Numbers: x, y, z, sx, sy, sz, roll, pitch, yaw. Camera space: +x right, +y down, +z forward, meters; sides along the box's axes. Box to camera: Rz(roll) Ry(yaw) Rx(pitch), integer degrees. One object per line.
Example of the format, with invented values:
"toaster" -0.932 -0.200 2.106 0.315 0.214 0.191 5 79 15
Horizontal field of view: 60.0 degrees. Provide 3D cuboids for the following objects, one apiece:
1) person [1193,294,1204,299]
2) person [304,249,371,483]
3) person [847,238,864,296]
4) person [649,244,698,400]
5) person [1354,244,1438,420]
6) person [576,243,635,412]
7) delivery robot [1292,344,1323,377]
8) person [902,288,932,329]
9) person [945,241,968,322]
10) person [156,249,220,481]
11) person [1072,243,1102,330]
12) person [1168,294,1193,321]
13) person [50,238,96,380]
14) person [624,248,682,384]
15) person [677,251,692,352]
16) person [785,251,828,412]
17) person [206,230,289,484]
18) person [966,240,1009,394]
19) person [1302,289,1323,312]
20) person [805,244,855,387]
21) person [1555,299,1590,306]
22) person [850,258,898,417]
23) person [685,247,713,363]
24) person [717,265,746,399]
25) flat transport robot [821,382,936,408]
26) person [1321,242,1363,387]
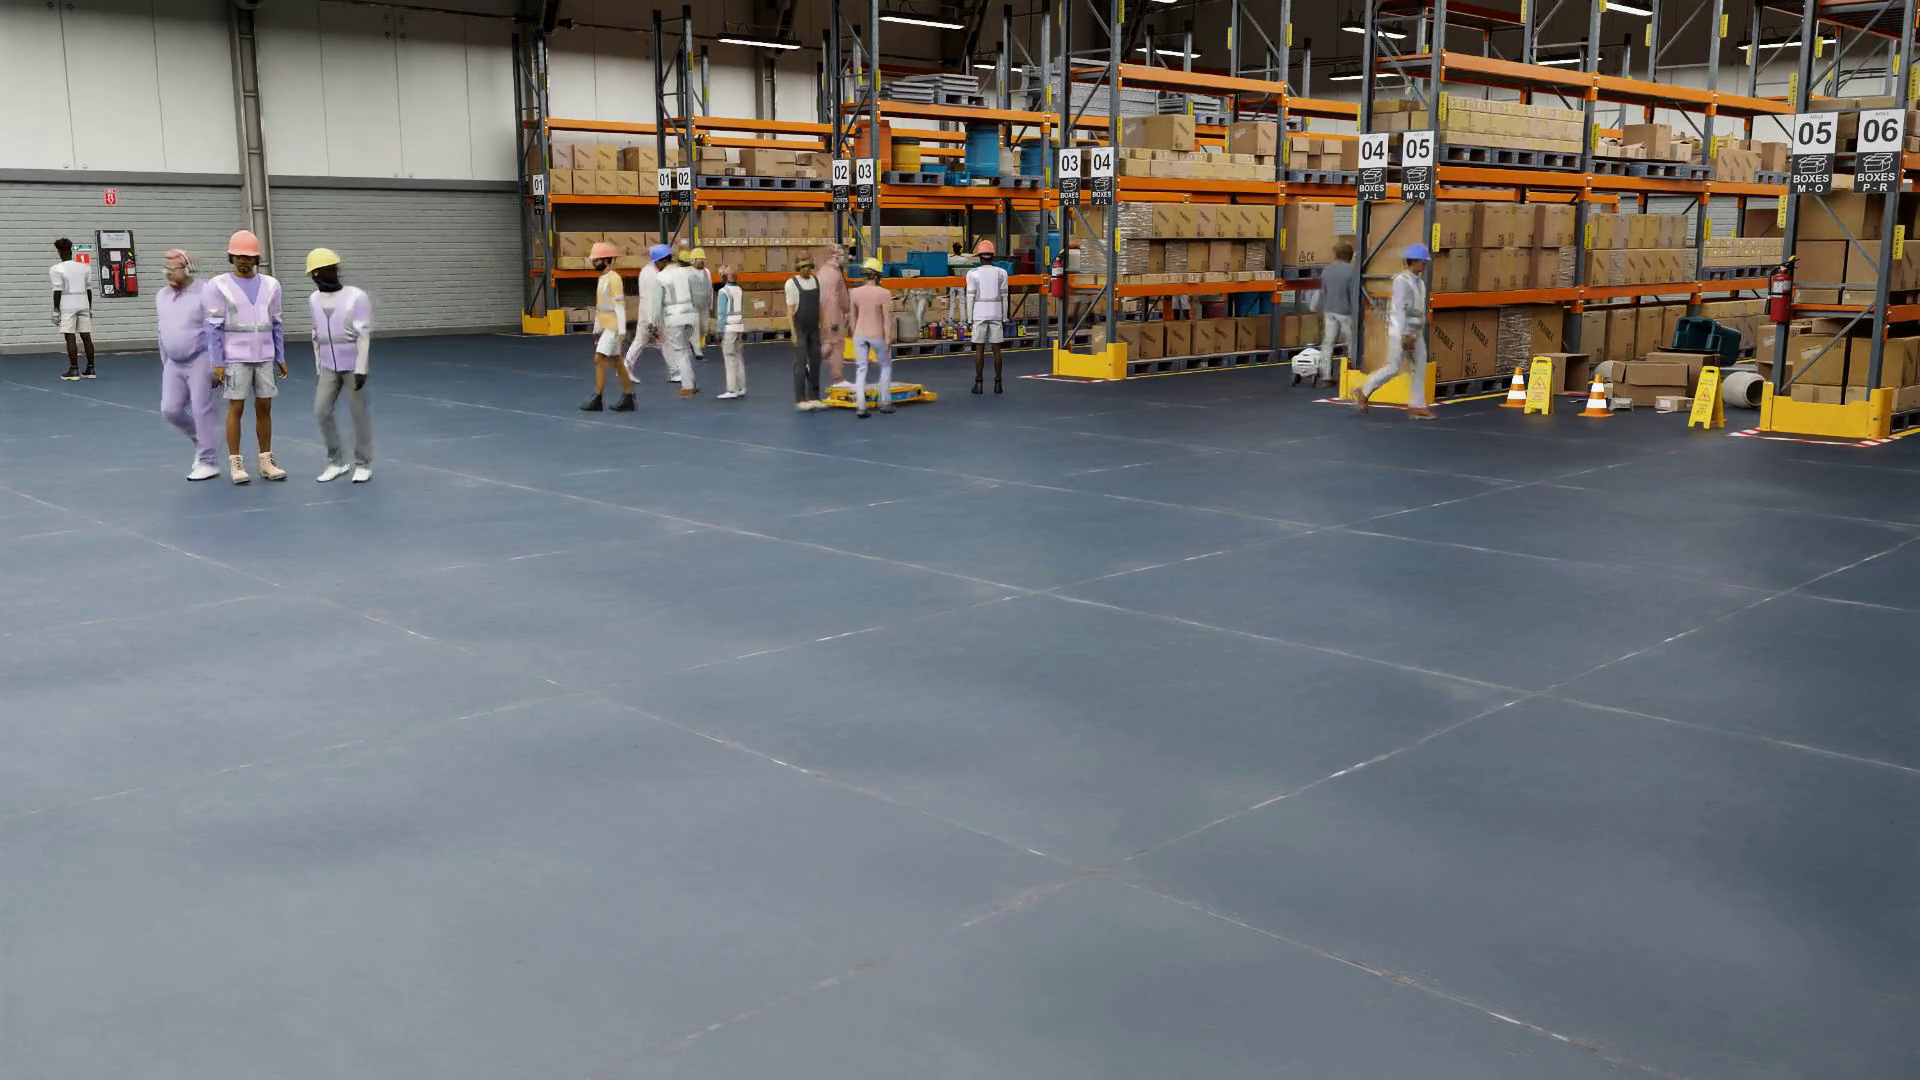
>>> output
"person" 5.447 -5.949 38.440 0.527 1.841 0.865 6 12 31
"person" -5.037 -1.393 13.450 0.580 1.888 0.587 2 11 11
"person" -2.252 -5.468 35.545 0.355 1.930 0.587 -9 14 -42
"person" -3.501 -2.677 20.433 0.533 1.891 0.645 6 12 31
"person" 4.838 -2.297 18.307 0.864 1.915 0.601 10 14 44
"person" -4.088 -2.401 18.876 0.831 1.903 0.583 -5 12 -26
"delivery robot" 4.725 -2.403 22.448 0.477 0.478 0.707 5 11 24
"person" -0.772 -4.517 31.269 0.521 1.596 0.850 6 12 28
"person" -0.057 -5.139 33.912 0.521 1.873 0.335 4 11 20
"person" -6.340 -1.444 13.739 0.647 1.886 0.452 3 11 16
"person" 2.603 -5.253 34.443 0.577 1.898 0.942 7 13 34
"person" 4.068 -4.572 30.639 0.544 1.939 0.372 10 14 44
"person" -12.415 -3.228 23.255 0.381 1.958 0.602 5 12 26
"person" -4.191 -3.055 22.621 1.017 1.855 0.626 -6 12 -28
"person" -4.850 -4.118 28.745 0.405 1.724 0.684 -7 12 -32
"person" -1.763 -2.395 19.087 0.531 1.826 0.378 -10 14 -42
"person" -5.775 -1.489 13.563 0.403 2.036 0.609 9 14 42
"person" 0.344 -2.848 21.237 0.544 1.939 0.353 -2 11 -9
"person" 6.789 -4.703 31.447 0.884 1.915 0.641 -8 13 -39
"person" -1.698 -2.914 21.720 0.596 1.891 0.667 -3 11 -15
"person" 10.282 -4.042 27.845 0.595 1.904 0.611 -10 14 -42
"person" -0.953 -2.243 18.467 0.539 1.737 0.721 4 11 21
"person" -4.229 -3.759 26.552 0.597 1.813 0.597 -9 14 -42
"person" -2.820 -2.558 20.478 0.310 1.637 0.523 4 11 19
"flat transport robot" -0.983 -1.740 19.860 0.652 0.197 1.431 8 13 38
"person" 5.136 -3.002 22.167 0.934 1.898 0.652 -9 14 -42
